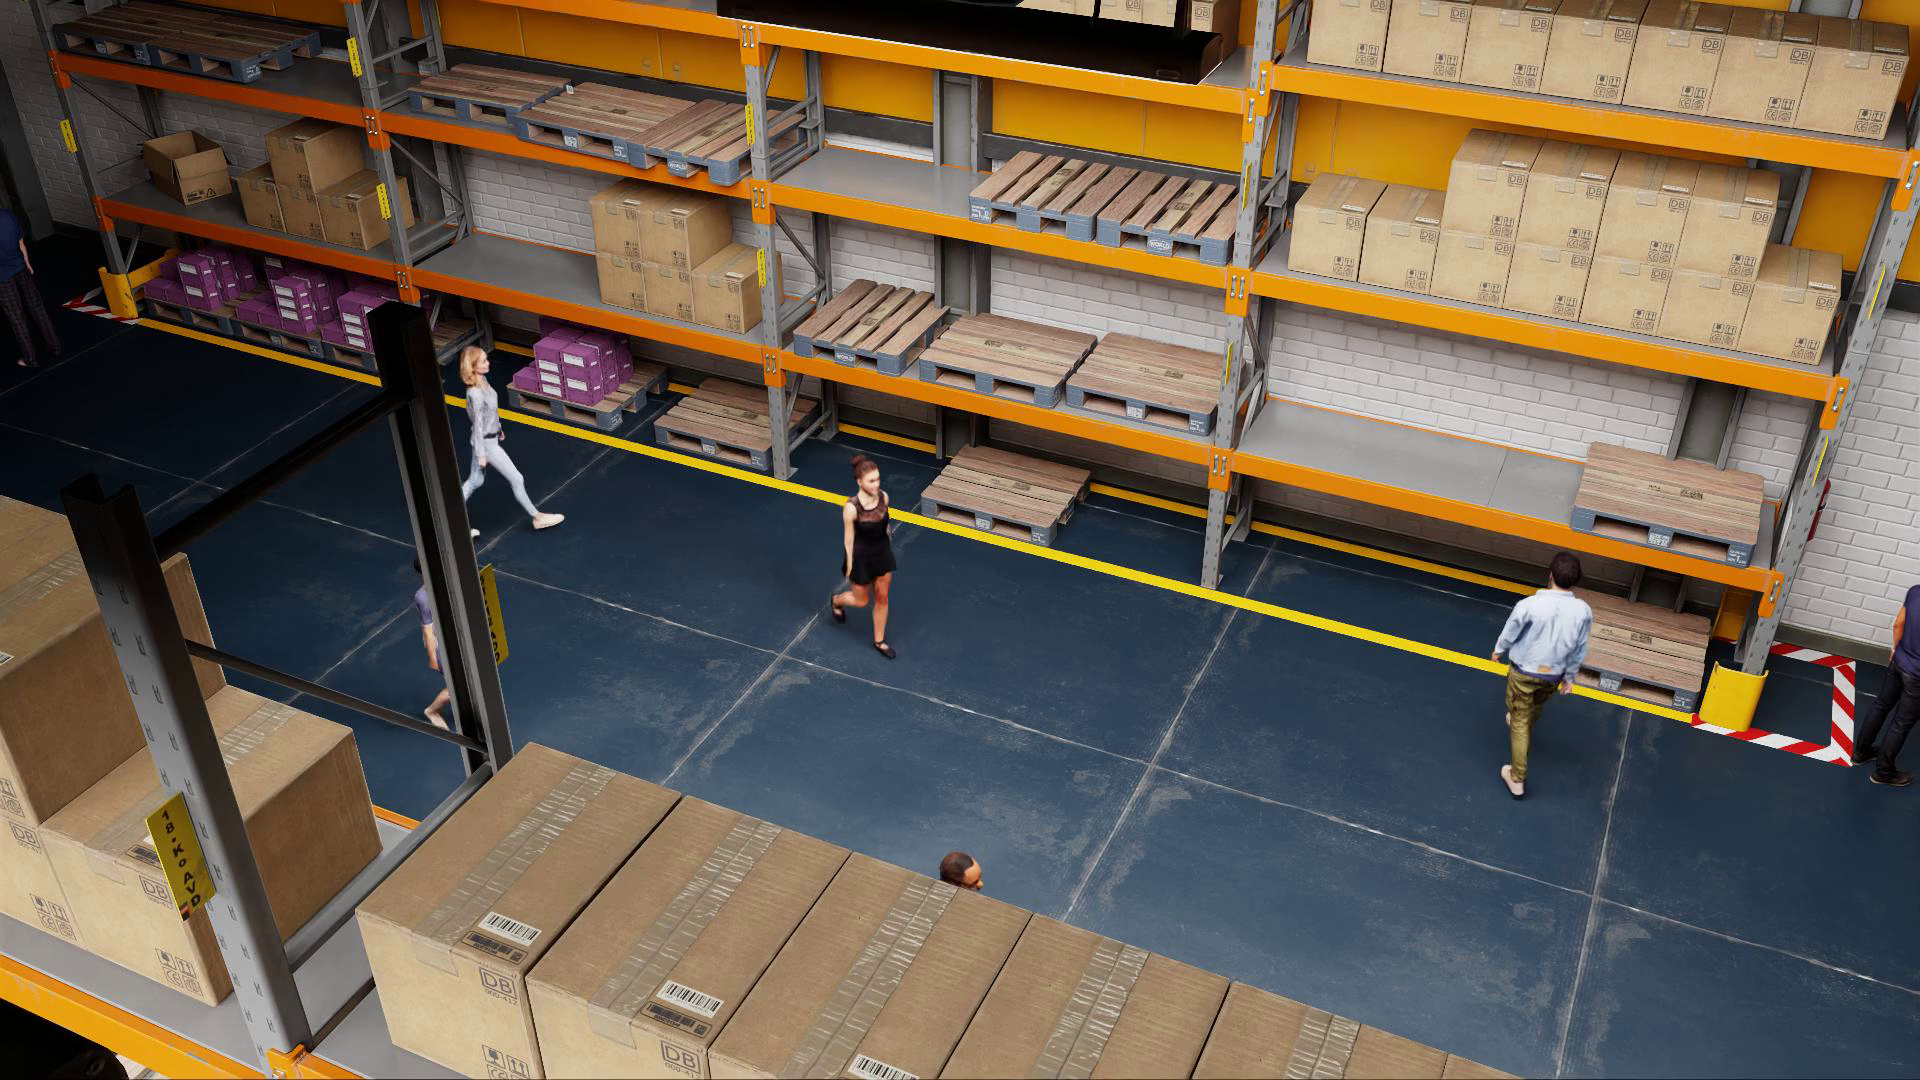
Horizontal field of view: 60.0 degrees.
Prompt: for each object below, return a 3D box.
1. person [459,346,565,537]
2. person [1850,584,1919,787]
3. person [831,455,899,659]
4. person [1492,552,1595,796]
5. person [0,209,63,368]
[{"bbox_3d":[-3.965,-0.759,13.643,1.251,1.751,1.092,-7,34,-10],"label":"person"},{"bbox_3d":[6.403,0.856,11.175,0.738,1.793,0.724,-6,34,-8],"label":"person"},{"bbox_3d":[-0.724,0.101,12.433,0.774,1.659,0.961,-26,42,-34],"label":"person"},{"bbox_3d":[3.849,0.919,11.095,1.093,1.777,1.027,0,34,0],"label":"person"},{"bbox_3d":[-9.321,-2.608,16.318,0.578,1.870,0.686,19,38,26],"label":"person"}]
